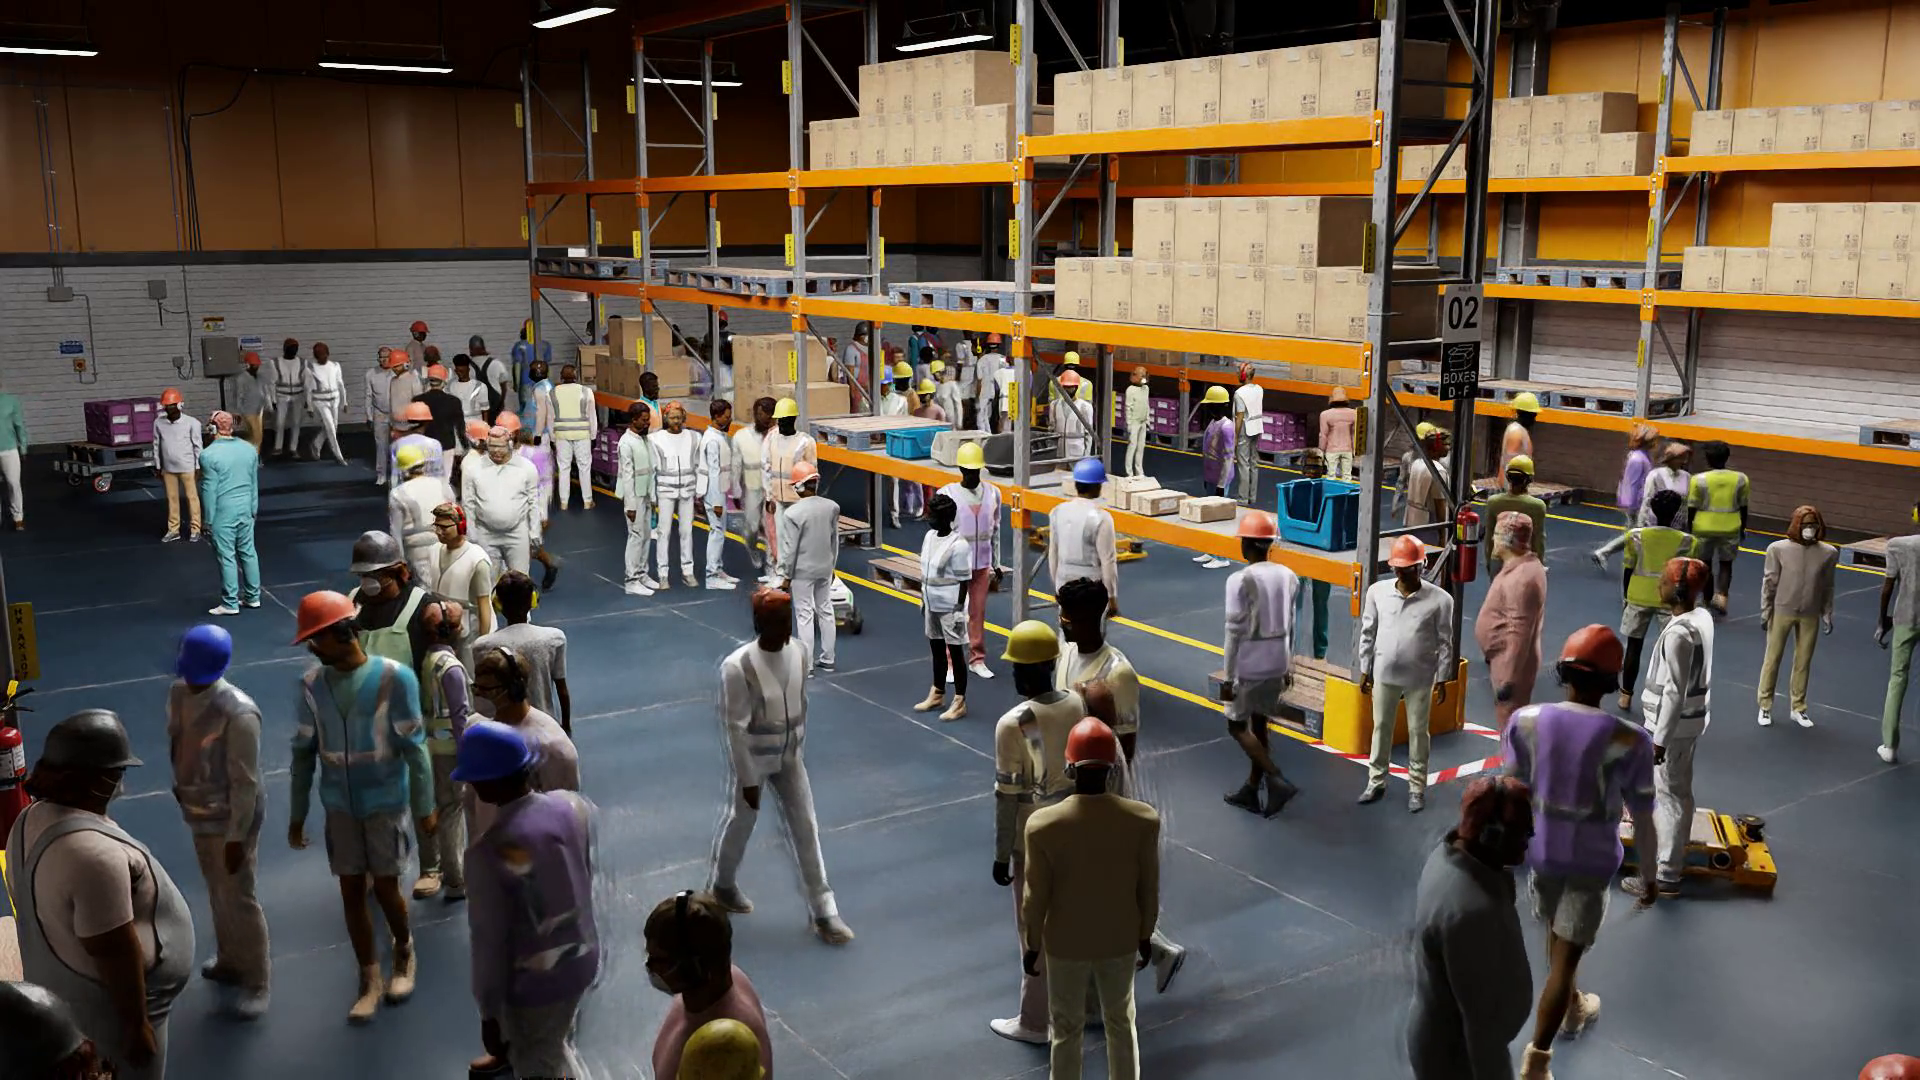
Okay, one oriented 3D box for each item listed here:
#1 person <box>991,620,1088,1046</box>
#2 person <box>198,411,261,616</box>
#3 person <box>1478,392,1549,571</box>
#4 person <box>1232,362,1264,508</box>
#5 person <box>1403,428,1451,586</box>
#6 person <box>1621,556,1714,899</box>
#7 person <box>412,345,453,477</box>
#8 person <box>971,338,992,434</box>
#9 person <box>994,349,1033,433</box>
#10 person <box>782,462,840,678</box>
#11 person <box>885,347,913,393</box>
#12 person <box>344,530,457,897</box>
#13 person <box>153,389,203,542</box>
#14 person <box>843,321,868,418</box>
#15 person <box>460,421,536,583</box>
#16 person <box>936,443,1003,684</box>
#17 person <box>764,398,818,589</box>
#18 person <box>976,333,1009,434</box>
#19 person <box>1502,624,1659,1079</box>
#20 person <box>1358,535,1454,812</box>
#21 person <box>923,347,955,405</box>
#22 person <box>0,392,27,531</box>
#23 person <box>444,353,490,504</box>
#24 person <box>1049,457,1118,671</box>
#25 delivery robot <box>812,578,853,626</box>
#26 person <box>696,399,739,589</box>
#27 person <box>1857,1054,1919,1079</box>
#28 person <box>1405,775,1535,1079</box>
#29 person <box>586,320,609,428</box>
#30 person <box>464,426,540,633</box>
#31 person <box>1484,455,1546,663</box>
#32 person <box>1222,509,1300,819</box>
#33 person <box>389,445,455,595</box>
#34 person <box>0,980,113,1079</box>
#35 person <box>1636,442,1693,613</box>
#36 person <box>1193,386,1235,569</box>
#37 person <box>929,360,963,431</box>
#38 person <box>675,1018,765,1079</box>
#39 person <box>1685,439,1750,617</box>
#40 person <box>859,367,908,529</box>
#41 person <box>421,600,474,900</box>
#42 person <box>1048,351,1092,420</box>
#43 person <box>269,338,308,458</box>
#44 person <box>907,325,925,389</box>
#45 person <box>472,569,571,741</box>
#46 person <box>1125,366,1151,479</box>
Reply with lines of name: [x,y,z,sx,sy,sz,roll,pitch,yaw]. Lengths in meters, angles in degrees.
person: [0.352,1.305,7.505,0.409,1.918,0.585,10,15,42]
person: [-6.825,-0.253,15.490,0.408,1.906,0.654,4,12,20]
person: [5.723,-0.614,17.387,0.854,1.897,0.586,5,12,24]
person: [3.650,-1.334,21.169,0.390,1.850,0.565,8,14,37]
person: [4.147,-0.077,14.746,0.389,1.846,0.565,-2,11,-10]
person: [3.882,1.014,9.067,0.355,1.885,0.575,7,13,33]
person: [-7.439,-1.815,23.542,0.584,1.882,0.337,-6,13,-30]
person: [0.313,-2.137,25.263,0.333,1.860,0.509,3,11,16]
person: [0.750,-1.806,23.655,0.561,1.828,0.417,3,11,15]
person: [-1.219,0.234,13.412,0.333,1.744,0.559,10,15,42]
person: [-0.938,-1.909,24.286,0.584,1.819,0.865,-5,12,-23]
person: [-3.103,0.945,9.014,0.684,2.000,0.535,2,11,9]
person: [-8.902,-0.848,18.925,0.561,1.753,0.331,0,11,3]
person: [-1.498,-2.447,26.375,0.537,2.000,0.683,8,14,35]
person: [-4.687,-0.330,16.396,0.896,1.699,0.555,-1,11,-5]
person: [0.078,0.177,13.235,0.592,1.925,0.385,-5,12,-25]
person: [-1.678,-0.437,16.379,0.585,1.929,0.377,6,13,29]
person: [0.519,-2.215,25.484,0.543,1.929,0.387,4,12,17]
person: [2.634,1.344,7.137,0.625,1.987,1.089,9,14,39]
person: [2.760,0.825,10.366,0.573,1.748,0.342,6,13,28]
person: [-0.287,-1.930,24.354,0.571,1.781,0.947,-4,12,-21]
person: [-11.247,-1.019,19.396,0.650,1.918,0.422,-5,12,-25]
person: [-6.315,-1.410,21.269,0.603,1.962,0.367,1,11,7]
person: [0.924,0.359,12.253,0.404,1.945,0.614,-10,15,-41]
delivery robot: [-1.189,0.495,14.893,0.477,0.478,0.707,-3,11,-16]
person: [-2.421,-0.454,16.526,0.401,1.907,0.598,-1,11,-5]
person: [2.198,2.060,4.057,0.565,1.748,0.339,-3,11,-13]
person: [1.726,1.696,5.555,0.518,1.886,0.682,4,12,18]
person: [-6.212,-2.821,28.578,0.366,1.932,0.628,-3,11,-15]
person: [-3.971,-0.046,14.452,0.637,1.901,0.403,-2,11,-12]
person: [4.557,0.178,13.675,0.339,1.761,0.524,-11,15,-43]
person: [1.870,0.779,10.202,0.554,1.910,0.654,-6,13,-29]
person: [-4.482,0.087,14.079,0.856,1.794,0.593,7,13,32]
person: [-2.084,1.933,3.961,0.679,2.000,0.949,-7,13,-34]
person: [6.533,-0.095,15.410,0.559,1.615,0.364,-4,12,-20]
person: [2.698,-0.662,17.534,0.367,1.927,0.587,-2,11,-8]
person: [-0.182,-1.608,22.879,0.554,1.715,0.593,-8,13,-34]
person: [-0.616,2.038,4.222,0.493,1.730,0.324,3,11,15]
person: [6.938,-0.093,15.244,0.572,1.677,0.461,2,11,11]
person: [-0.898,-1.082,19.633,0.615,1.943,0.398,-2,11,-12]
person: [-2.801,1.137,9.066,0.310,1.638,0.523,-9,14,-40]
person: [1.457,-1.534,22.032,0.581,1.919,0.397,1,11,4]
person: [-10.296,-2.188,25.548,0.583,1.850,0.529,-6,13,-28]
person: [-0.759,-3.156,30.514,0.430,1.844,0.623,6,13,29]
person: [-2.312,1.072,8.820,0.521,1.865,0.328,-5,12,-25]
person: [2.475,-1.607,23.152,0.292,1.623,0.506,9,14,40]
